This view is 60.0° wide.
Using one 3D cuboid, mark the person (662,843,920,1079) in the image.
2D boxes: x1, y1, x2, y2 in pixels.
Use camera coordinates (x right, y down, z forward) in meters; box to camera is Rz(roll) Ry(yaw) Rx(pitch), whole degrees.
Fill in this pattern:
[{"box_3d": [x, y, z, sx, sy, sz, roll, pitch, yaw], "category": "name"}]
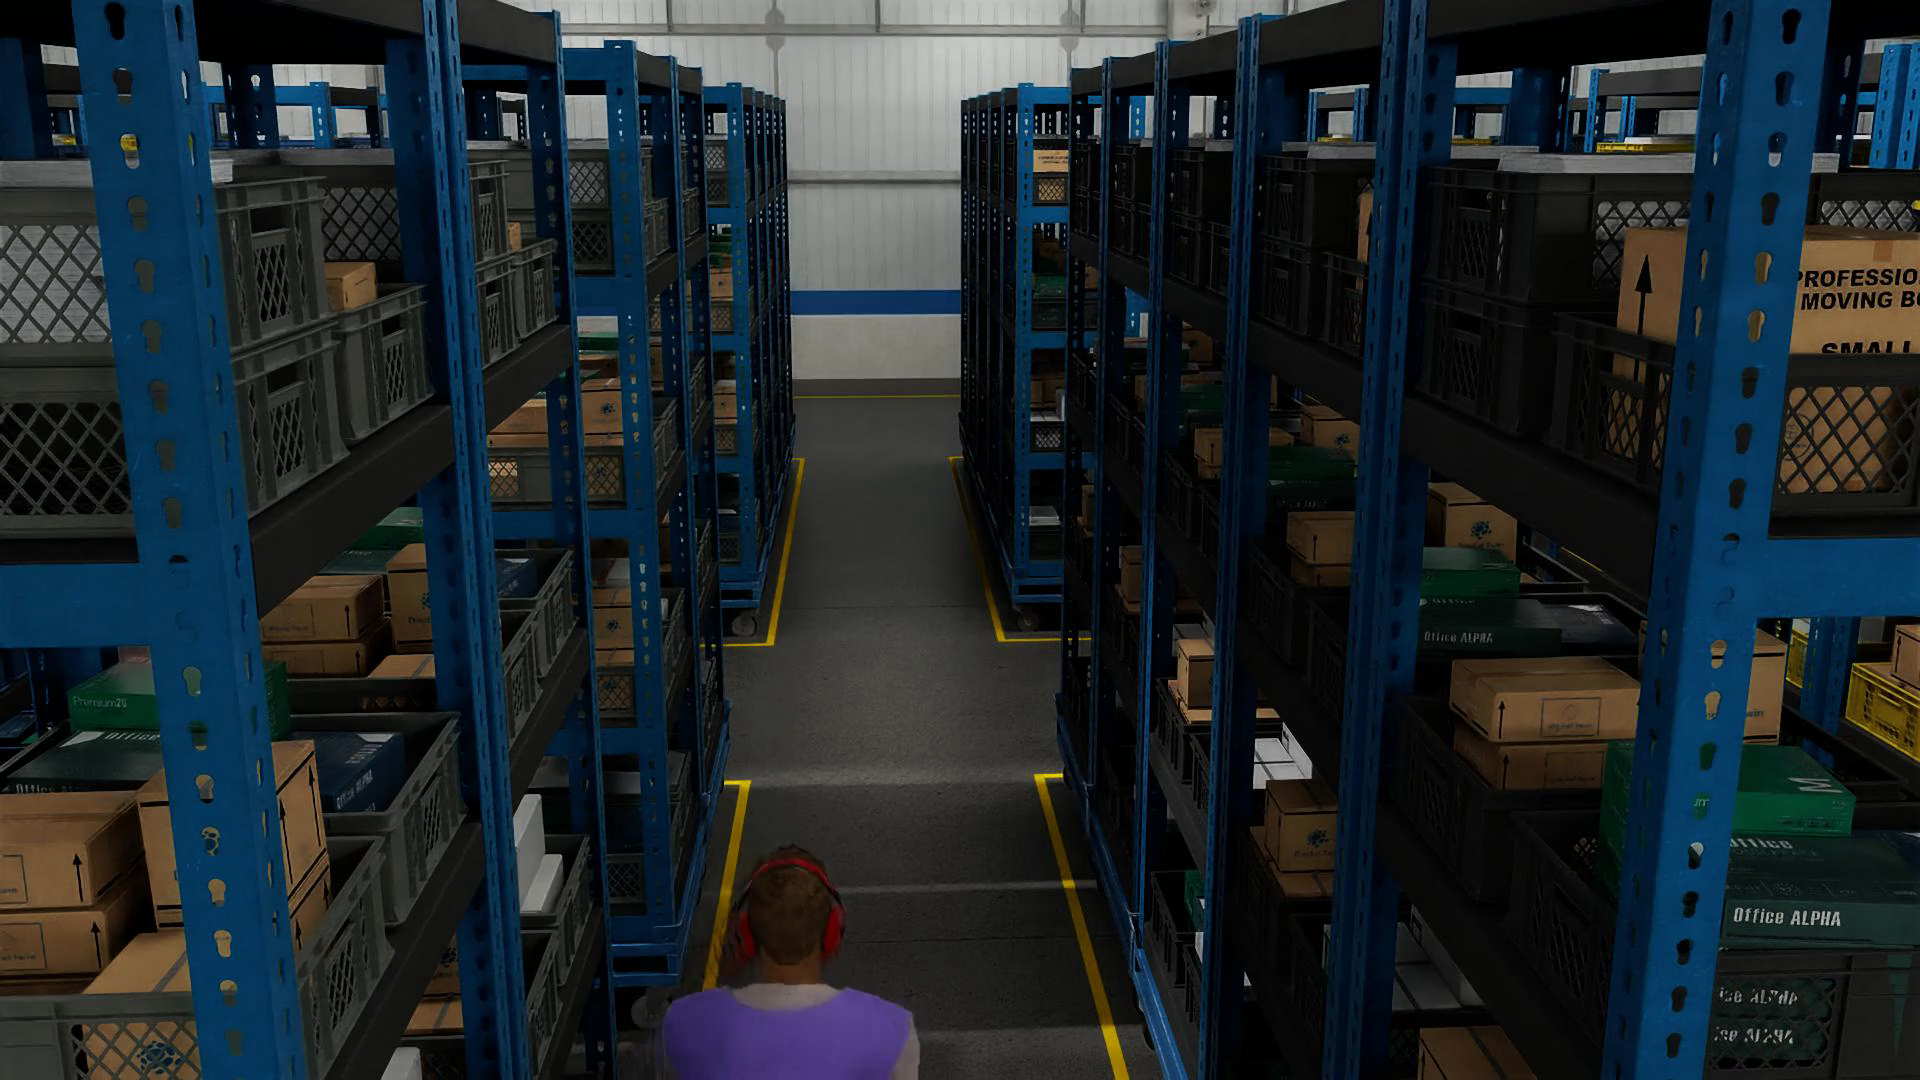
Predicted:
[{"box_3d": [-0.376, 1.555, 3.776, 0.605, 1.786, 1.012, 1, 14, 4], "category": "person"}]
